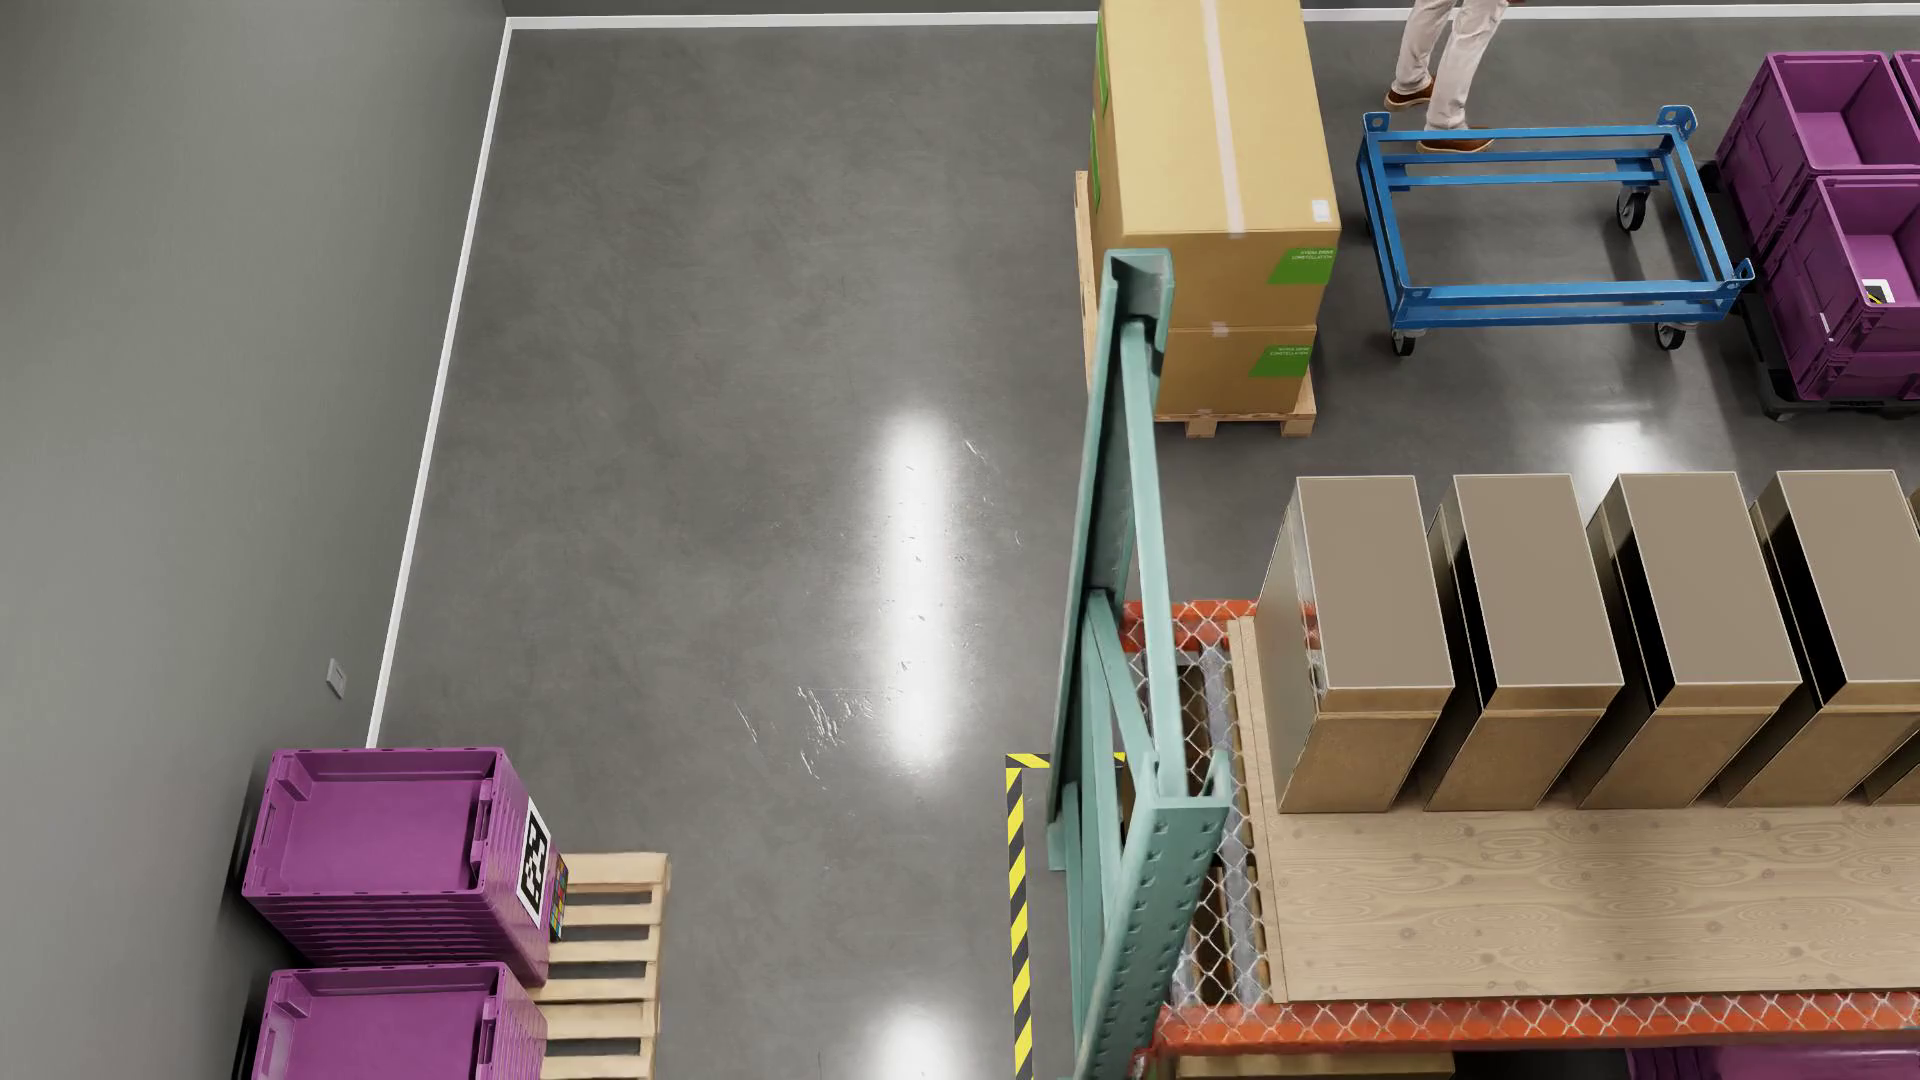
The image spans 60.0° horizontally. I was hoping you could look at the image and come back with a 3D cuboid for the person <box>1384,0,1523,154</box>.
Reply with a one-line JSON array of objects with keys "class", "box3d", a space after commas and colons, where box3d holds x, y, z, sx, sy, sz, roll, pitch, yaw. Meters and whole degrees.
[{"class": "person", "box3d": [1.970, -2.280, 6.068, 0.395, 1.993, 0.614, -14, 59, -8]}]
